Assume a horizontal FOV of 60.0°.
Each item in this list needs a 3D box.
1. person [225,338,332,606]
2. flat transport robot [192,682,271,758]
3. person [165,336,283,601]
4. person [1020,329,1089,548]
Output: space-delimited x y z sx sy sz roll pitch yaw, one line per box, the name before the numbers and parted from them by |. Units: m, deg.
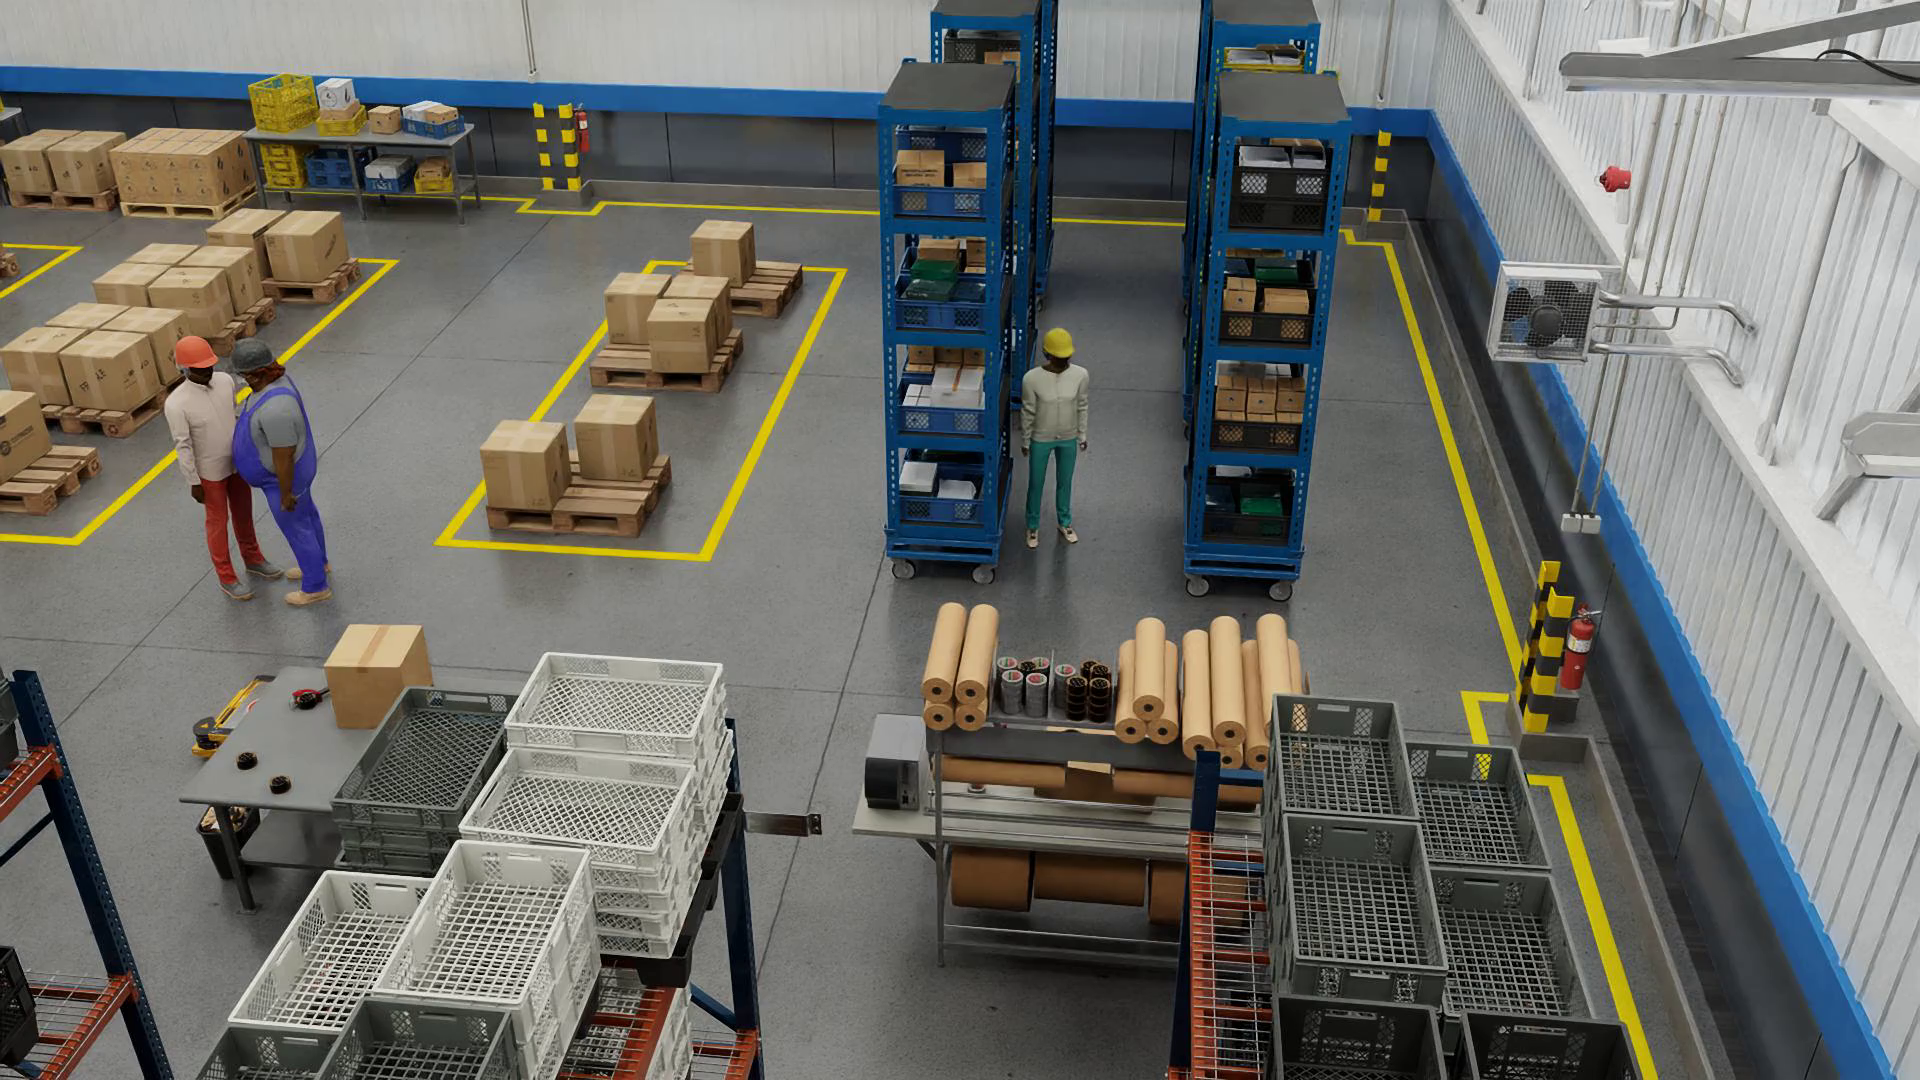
person | -4.834 -0.504 11.780 0.536 2.000 0.682 -9 31 -15
flat transport robot | -4.089 1.163 10.648 1.431 0.197 0.652 3 30 6
person | -5.277 -0.534 11.875 0.382 1.992 0.621 11 32 18
person | 0.710 -0.765 12.498 0.532 1.767 0.313 -7 31 -12
